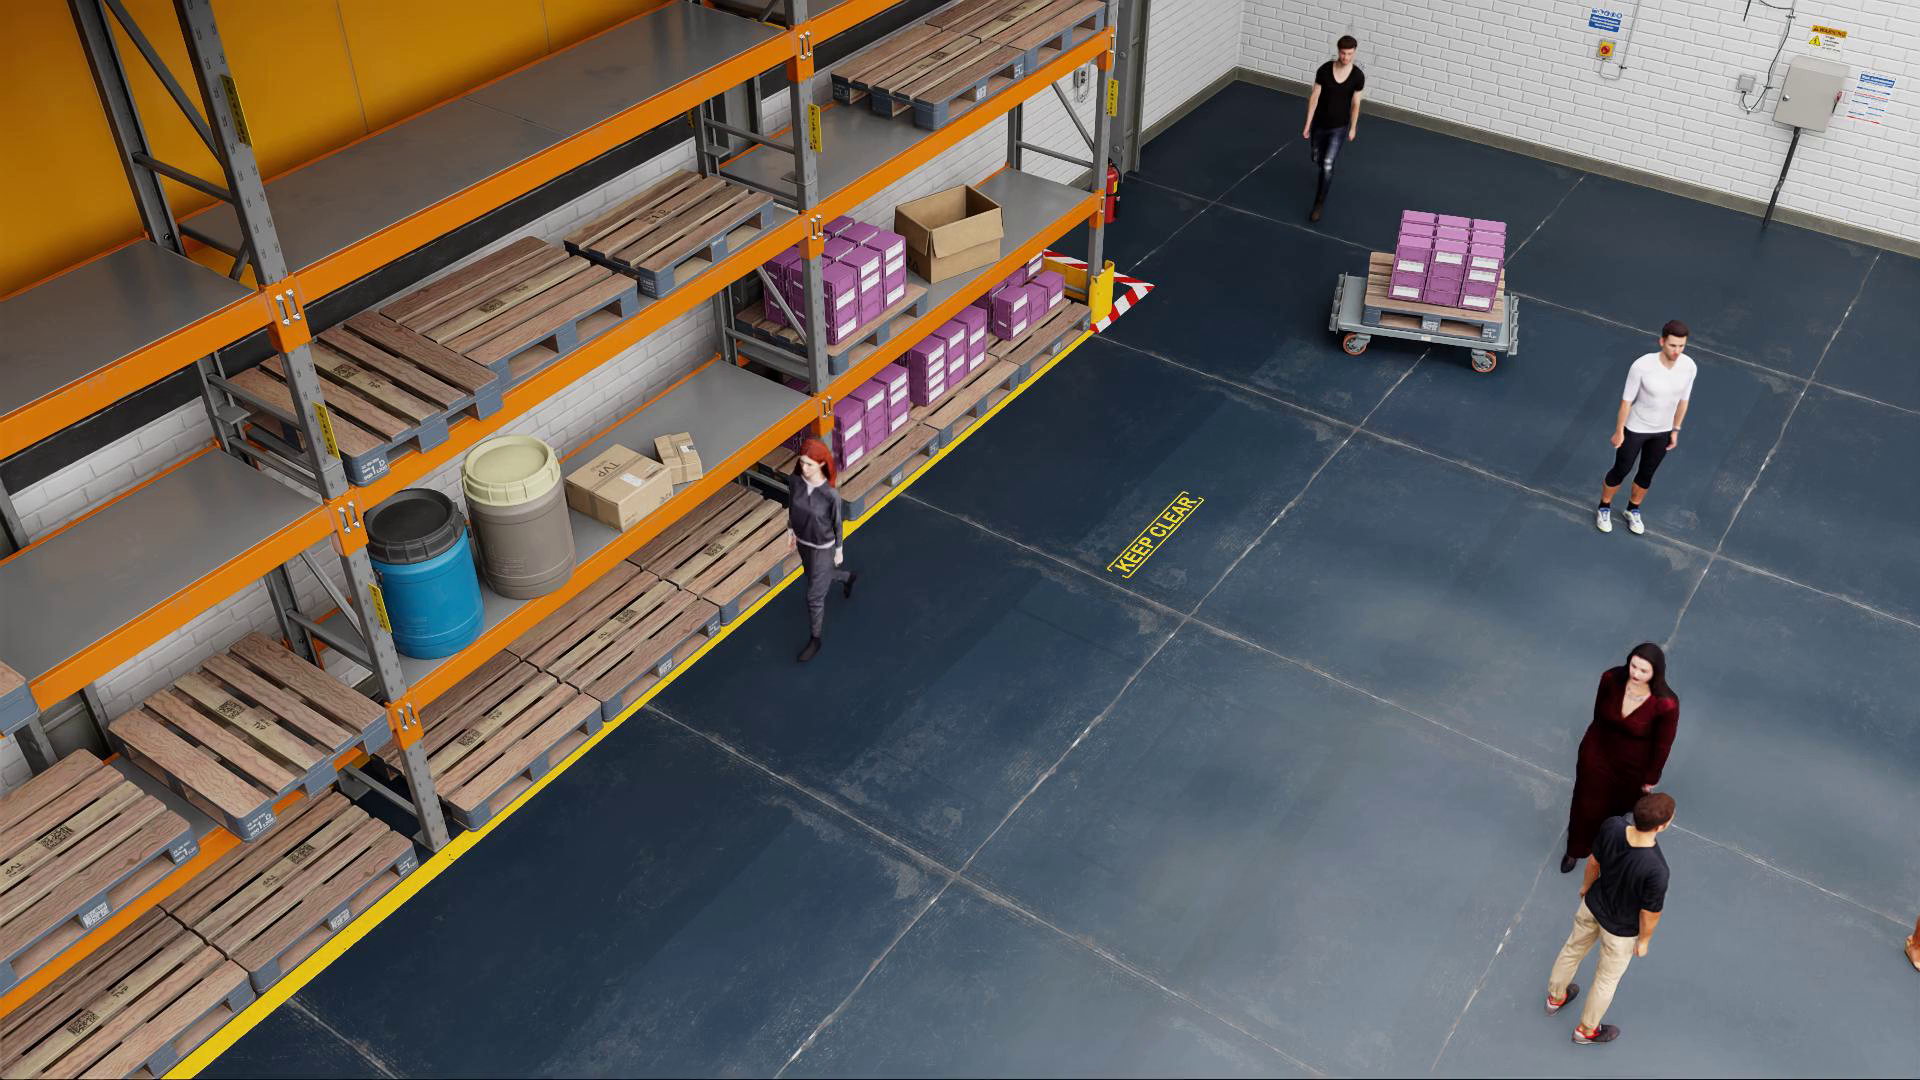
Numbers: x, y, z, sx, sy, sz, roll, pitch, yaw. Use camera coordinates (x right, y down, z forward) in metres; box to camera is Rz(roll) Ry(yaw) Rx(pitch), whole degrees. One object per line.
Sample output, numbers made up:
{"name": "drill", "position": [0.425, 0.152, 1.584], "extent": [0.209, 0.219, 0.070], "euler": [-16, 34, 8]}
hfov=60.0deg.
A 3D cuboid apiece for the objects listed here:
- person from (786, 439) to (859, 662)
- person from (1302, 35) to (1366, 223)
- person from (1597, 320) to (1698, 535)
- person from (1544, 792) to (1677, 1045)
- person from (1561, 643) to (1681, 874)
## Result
{"name": "person", "position": [-0.966, -0.003, 11.683], "extent": [0.607, 1.760, 0.996], "euler": [24, 45, 27]}
{"name": "person", "position": [3.784, -4.254, 16.919], "extent": [0.839, 1.867, 1.220], "euler": [16, 41, 19]}
{"name": "person", "position": [5.252, -0.874, 12.703], "extent": [0.741, 1.848, 0.766], "euler": [-1, 39, -1]}
{"name": "person", "position": [3.551, 2.038, 9.049], "extent": [0.708, 1.857, 0.714], "euler": [-17, 42, -20]}
{"name": "person", "position": [4.068, 1.269, 10.120], "extent": [0.754, 1.723, 1.092], "euler": [28, 46, 30]}
